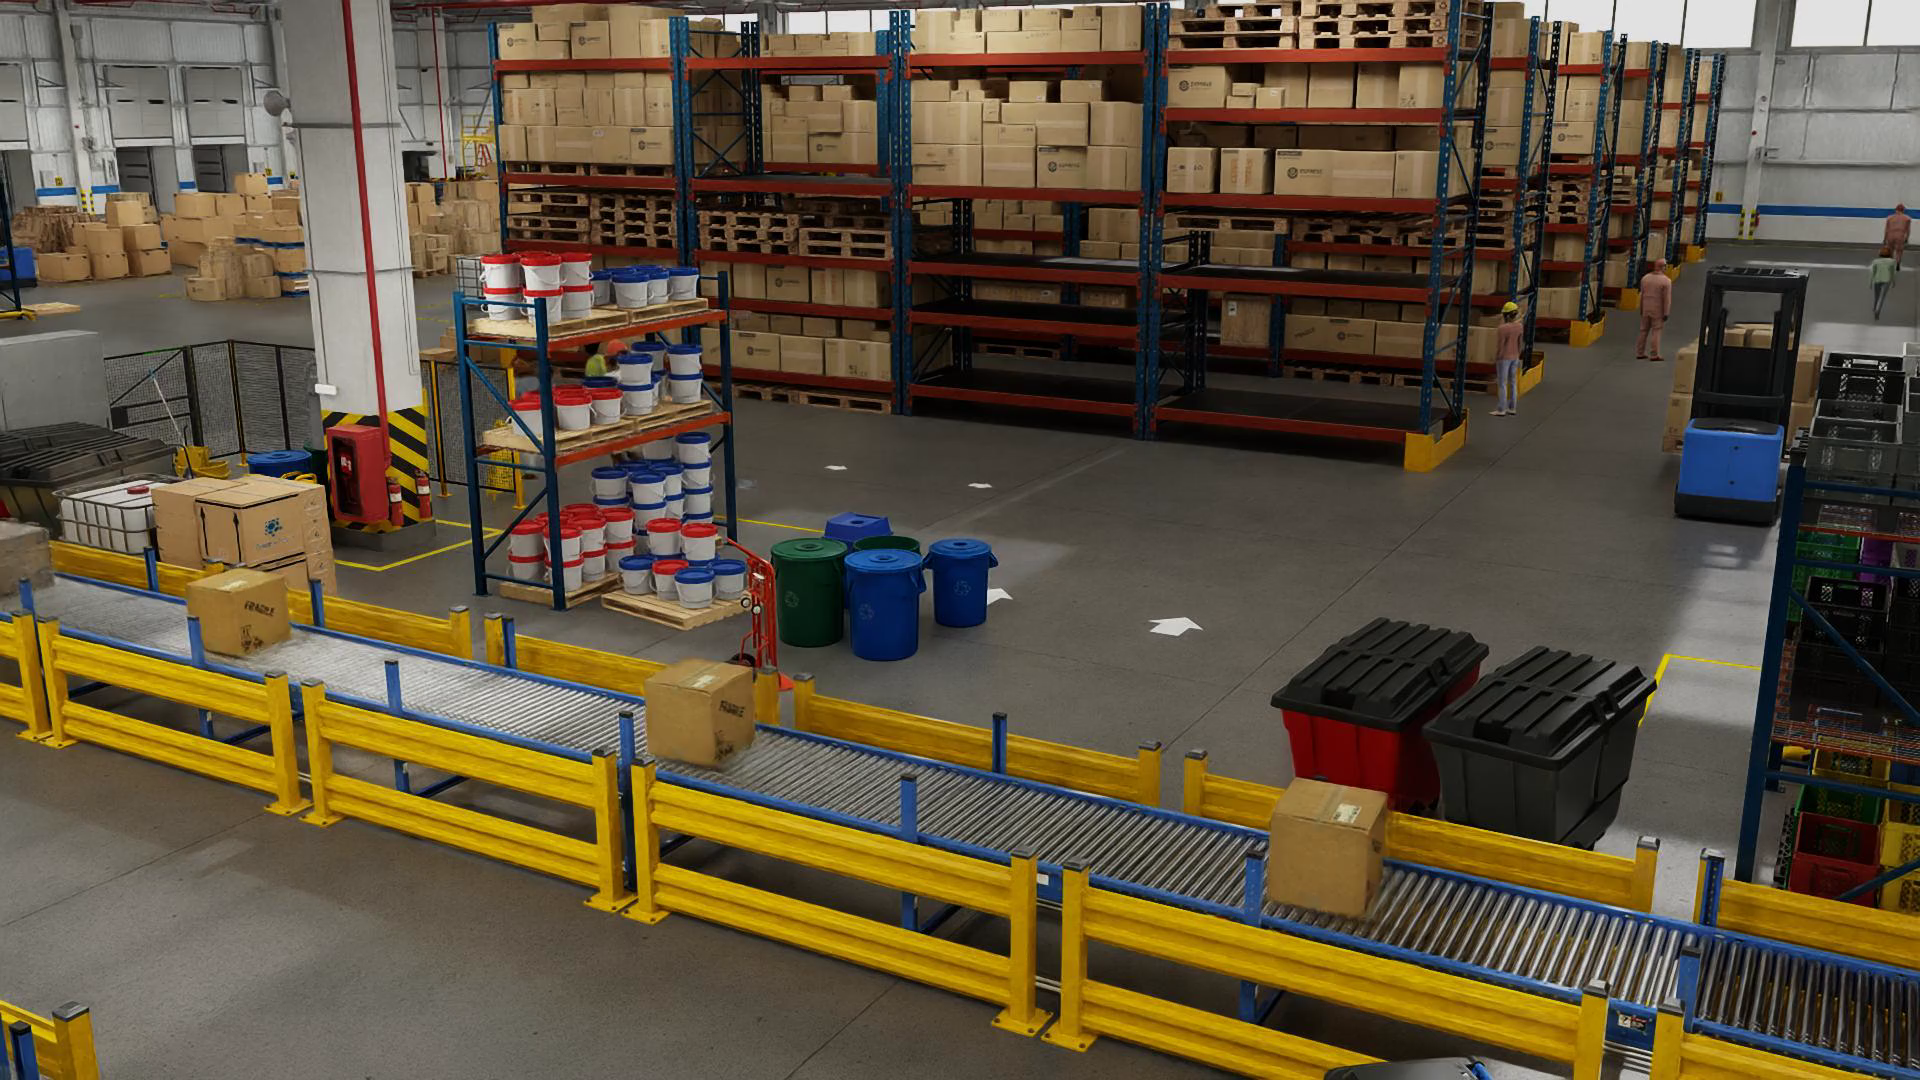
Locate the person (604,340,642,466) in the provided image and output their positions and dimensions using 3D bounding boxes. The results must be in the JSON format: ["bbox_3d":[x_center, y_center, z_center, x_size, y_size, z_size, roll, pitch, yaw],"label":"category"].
[{"bbox_3d":[-3.990,-1.393,20.001,0.703,2.017,0.604,12,19,37],"label":"person"}]

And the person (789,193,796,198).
[{"bbox_3d":[-5.813,-11.149,57.322,0.542,1.680,0.651,5,16,18],"label":"person"}]

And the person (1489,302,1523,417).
[{"bbox_3d":[8.459,-2.800,25.763,0.533,1.767,0.326,-9,17,-29],"label":"person"}]

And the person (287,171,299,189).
[{"bbox_3d":[-27.211,-14.118,68.019,0.586,1.919,0.399,-13,19,-40],"label":"person"}]

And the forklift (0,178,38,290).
[{"bbox_3d":[-24.798,-7.829,42.532,1.873,2.768,1.129,8,17,28],"label":"forklift"}]

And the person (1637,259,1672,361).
[{"bbox_3d":[13.038,-4.304,31.170,0.399,1.900,0.645,-9,17,-29],"label":"person"}]

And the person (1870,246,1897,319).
[{"bbox_3d":[20.630,-5.767,37.225,0.494,1.605,0.788,12,19,38],"label":"person"}]

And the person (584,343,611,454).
[{"bbox_3d":[-5.054,-2.003,22.943,0.512,1.675,0.536,-1,15,-4],"label":"person"}]

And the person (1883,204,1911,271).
[{"bbox_3d":[26.653,-8.608,47.356,0.644,1.890,0.511,8,17,27],"label":"person"}]

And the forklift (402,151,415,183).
[{"bbox_3d":[-21.377,-13.658,64.445,1.873,2.768,1.129,0,15,1],"label":"forklift"}]

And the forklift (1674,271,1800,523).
[{"bbox_3d":[9.269,-1.763,19.726,1.129,2.768,1.873,8,17,27],"label":"forklift"}]

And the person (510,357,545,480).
[{"bbox_3d":[-5.497,-1.543,21.316,0.473,1.613,0.517,7,16,24],"label":"person"}]

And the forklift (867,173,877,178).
[{"bbox_3d":[-2.871,-11.646,56.880,1.873,2.768,1.129,-8,17,-27],"label":"forklift"}]
